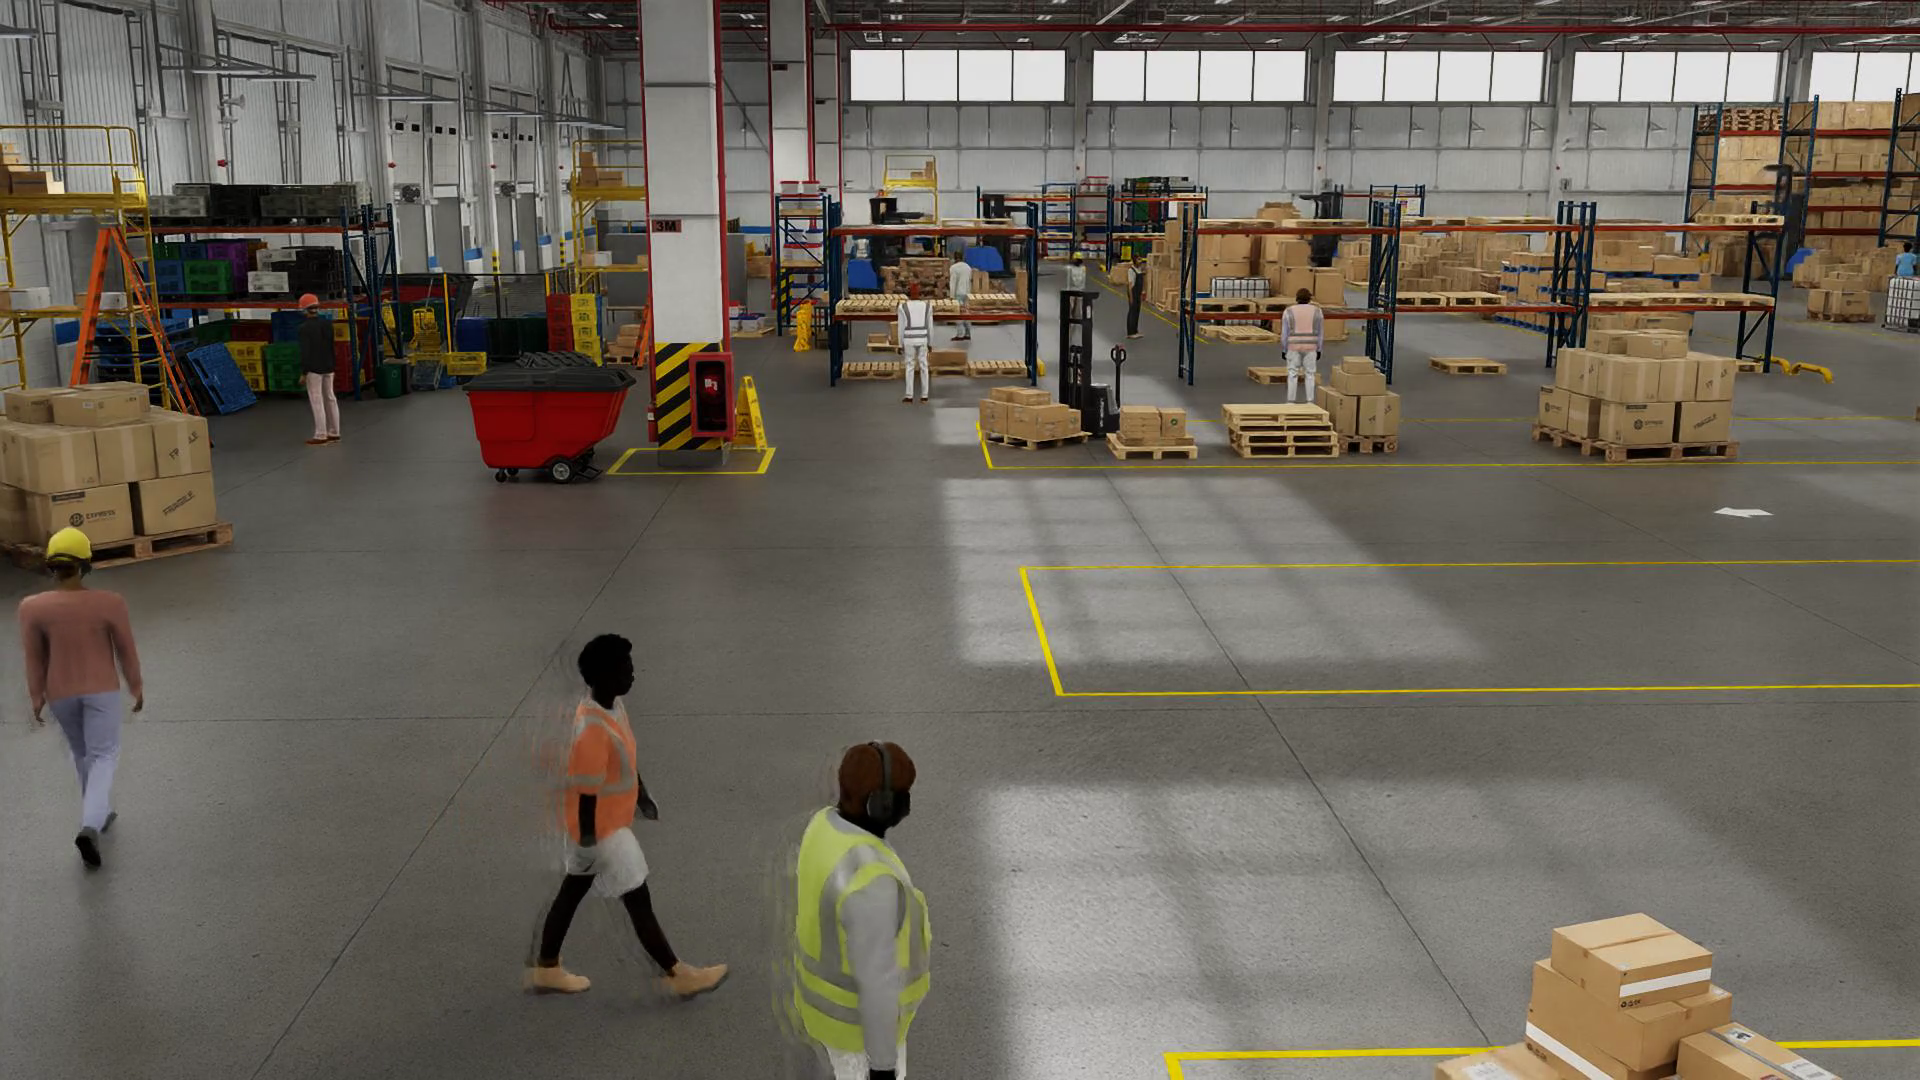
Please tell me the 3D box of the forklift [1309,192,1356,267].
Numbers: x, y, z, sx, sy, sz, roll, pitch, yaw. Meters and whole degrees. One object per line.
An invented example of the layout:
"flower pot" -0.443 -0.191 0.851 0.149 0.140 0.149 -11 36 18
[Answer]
"forklift" 13.324 -11.087 59.776 1.873 2.768 1.129 -3 13 -14

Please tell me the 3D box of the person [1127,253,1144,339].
"person" 3.775 -5.251 35.818 0.338 1.840 0.510 8 15 33

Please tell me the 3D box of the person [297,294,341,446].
"person" -8.424 -2.221 21.772 0.392 1.991 0.612 5 13 20

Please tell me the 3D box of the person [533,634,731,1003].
"person" -1.463 1.196 7.119 0.883 1.645 0.550 -2 13 -9

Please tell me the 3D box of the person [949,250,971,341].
"person" 0.008 -5.199 35.389 0.389 1.927 0.643 9 15 36

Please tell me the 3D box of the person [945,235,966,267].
"person" -0.139 -8.448 50.028 0.646 1.929 0.535 -4 13 -17

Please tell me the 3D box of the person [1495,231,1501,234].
"person" 17.424 -9.414 54.466 0.600 1.904 0.455 -4 13 -16

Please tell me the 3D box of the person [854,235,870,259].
"person" -3.204 -9.267 54.388 0.519 1.638 0.309 -1 13 -3

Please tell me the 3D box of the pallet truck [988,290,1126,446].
"pallet truck" 1.257 -2.299 22.111 1.885 1.965 0.823 -9 15 -35

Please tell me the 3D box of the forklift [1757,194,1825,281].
"forklift" 27.082 -9.801 53.973 1.873 2.768 1.129 7 14 28

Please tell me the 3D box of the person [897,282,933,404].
"person" -0.693 -3.035 25.694 0.574 1.884 0.356 -5 13 -20

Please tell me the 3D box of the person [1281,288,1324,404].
"person" 5.138 -2.866 25.021 0.626 1.847 0.429 1 13 4

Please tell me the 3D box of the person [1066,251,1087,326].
"person" 2.713 -5.854 38.753 0.497 1.731 0.385 -4 13 -17

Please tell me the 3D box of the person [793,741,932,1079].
"person" -0.378 1.520 5.317 0.651 1.815 0.649 -4 13 -18

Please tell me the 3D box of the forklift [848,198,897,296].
"forklift" -2.159 -8.229 46.877 1.873 2.768 1.129 8 15 31

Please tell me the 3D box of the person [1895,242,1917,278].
"person" 25.510 -7.185 44.902 0.539 1.686 0.415 2 13 11

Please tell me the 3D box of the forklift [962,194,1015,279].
"forklift" 1.071 -10.094 55.295 1.873 2.768 1.129 -7 14 -30

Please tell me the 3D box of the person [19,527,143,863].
"person" -4.610 0.796 8.731 0.534 1.735 0.822 -2 13 -11
